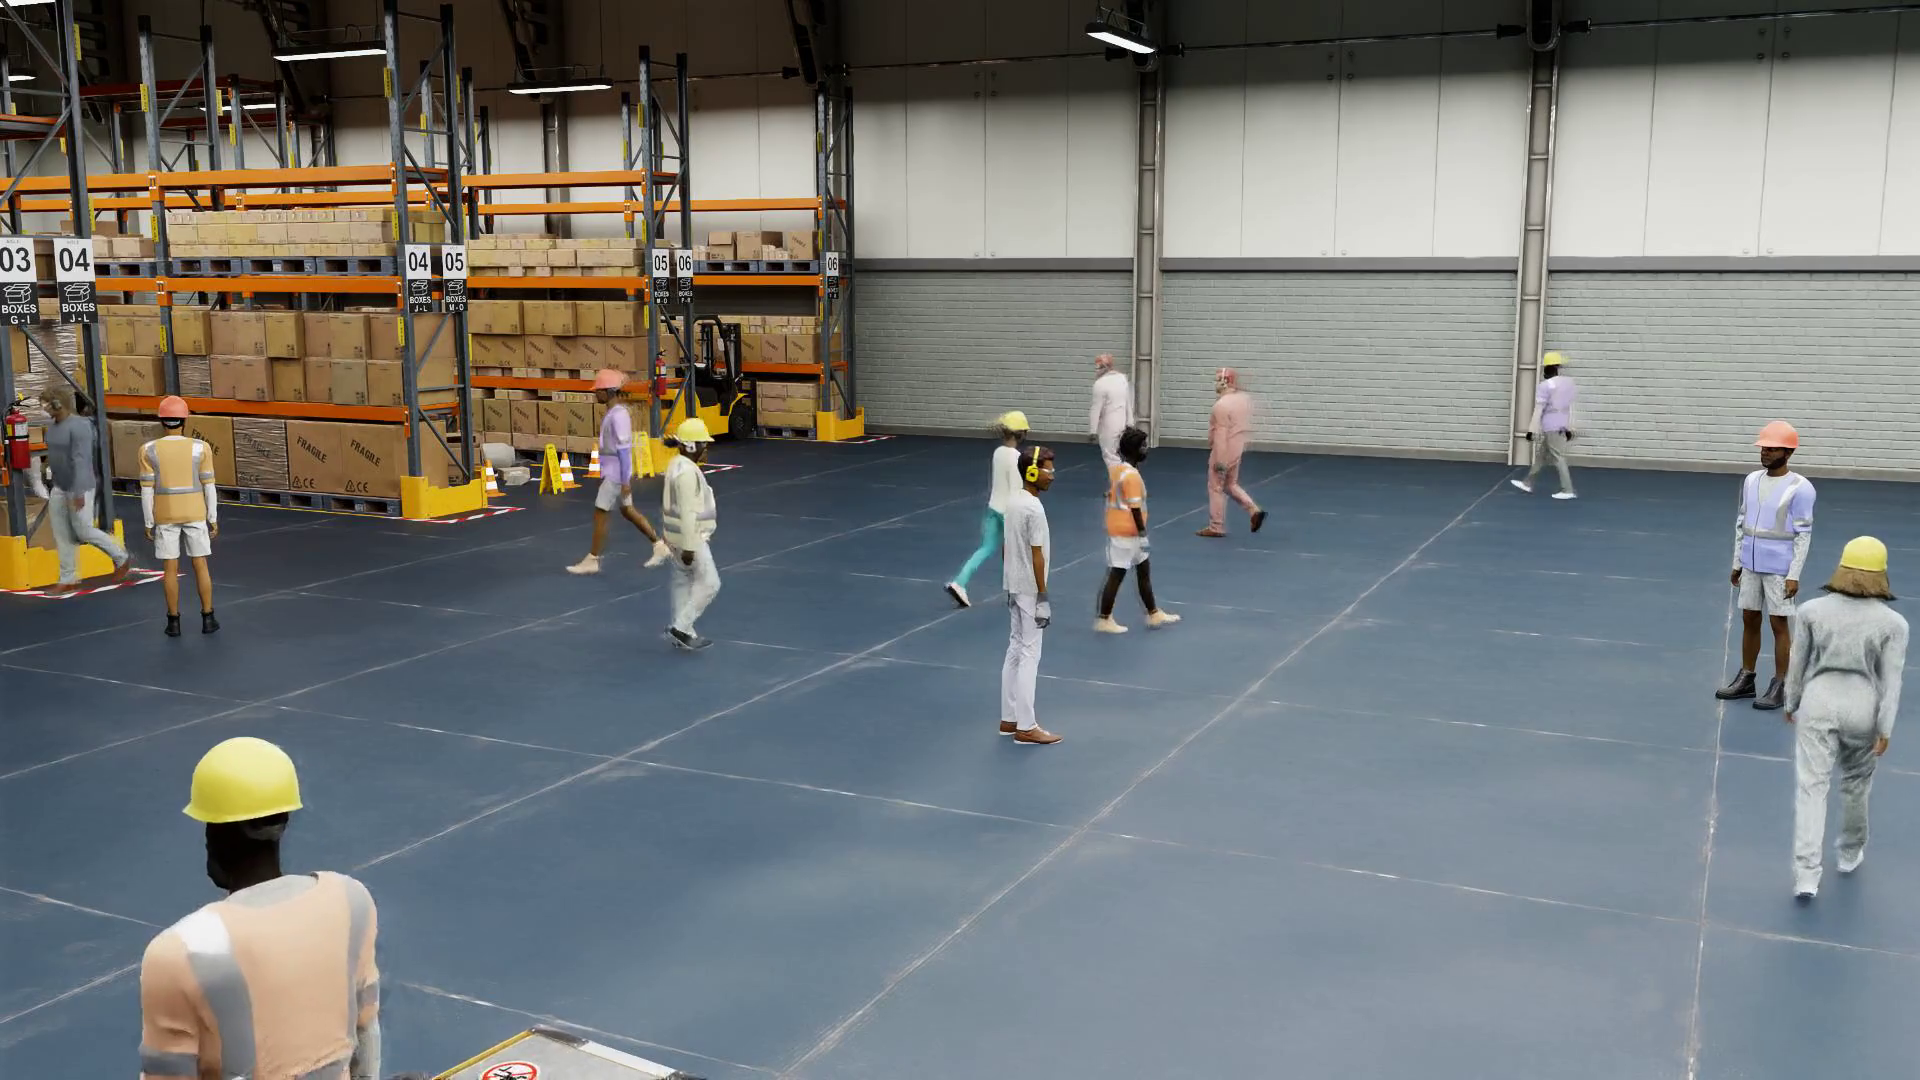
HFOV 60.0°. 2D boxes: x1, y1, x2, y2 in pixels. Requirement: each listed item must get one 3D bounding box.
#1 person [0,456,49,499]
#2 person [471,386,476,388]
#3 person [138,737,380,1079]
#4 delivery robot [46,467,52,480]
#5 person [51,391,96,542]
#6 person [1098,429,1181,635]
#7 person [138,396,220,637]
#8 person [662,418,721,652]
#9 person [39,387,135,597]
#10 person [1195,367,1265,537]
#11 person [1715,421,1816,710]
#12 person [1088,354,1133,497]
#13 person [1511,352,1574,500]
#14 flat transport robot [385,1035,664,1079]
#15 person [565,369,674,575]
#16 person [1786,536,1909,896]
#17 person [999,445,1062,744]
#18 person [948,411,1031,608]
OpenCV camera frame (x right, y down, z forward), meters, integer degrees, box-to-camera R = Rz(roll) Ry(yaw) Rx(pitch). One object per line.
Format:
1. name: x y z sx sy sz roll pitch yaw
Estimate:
1. person: -10.547 -0.998 18.699 0.623 1.825 0.641 6 11 32
2. person: -8.262 -2.655 28.794 0.838 1.855 0.574 7 12 38
3. person: -1.540 1.394 3.792 0.650 1.906 0.602 5 10 27
4. delivery robot: -11.295 -0.822 21.209 0.707 0.478 0.477 4 10 25
5. person: -9.338 -0.756 17.700 0.838 1.663 0.533 7 11 36
6. person: 1.470 -0.057 13.402 0.786 1.664 0.549 0 9 1
7. person: -6.288 -0.193 13.411 0.550 1.935 0.375 -4 10 -25
8. person: -2.062 -0.029 12.758 0.417 1.815 0.606 -3 10 -18
9. person: -8.030 -0.459 15.189 0.623 1.898 0.781 5 11 28
10. person: 2.968 -0.952 18.226 0.645 1.884 0.656 6 11 34
11. person: 5.434 0.166 11.199 0.349 1.942 0.545 -4 10 -24
12. person: 1.923 -1.464 21.431 0.436 1.862 0.723 7 11 36
13. person: 7.573 -1.479 21.476 0.613 1.871 0.974 -8 12 -40
14. flat transport robot: -1.211 1.935 5.457 1.431 0.197 0.652 6 11 32
15. person: -3.302 -0.667 16.154 1.039 2.001 0.625 -3 10 -16
16. person: 4.188 0.824 7.901 0.497 1.701 0.886 6 11 31
17. person: 0.432 0.337 10.390 0.321 1.863 0.530 -3 10 -20
18. person: 0.321 -0.259 14.474 0.860 1.731 0.531 -4 10 -24
